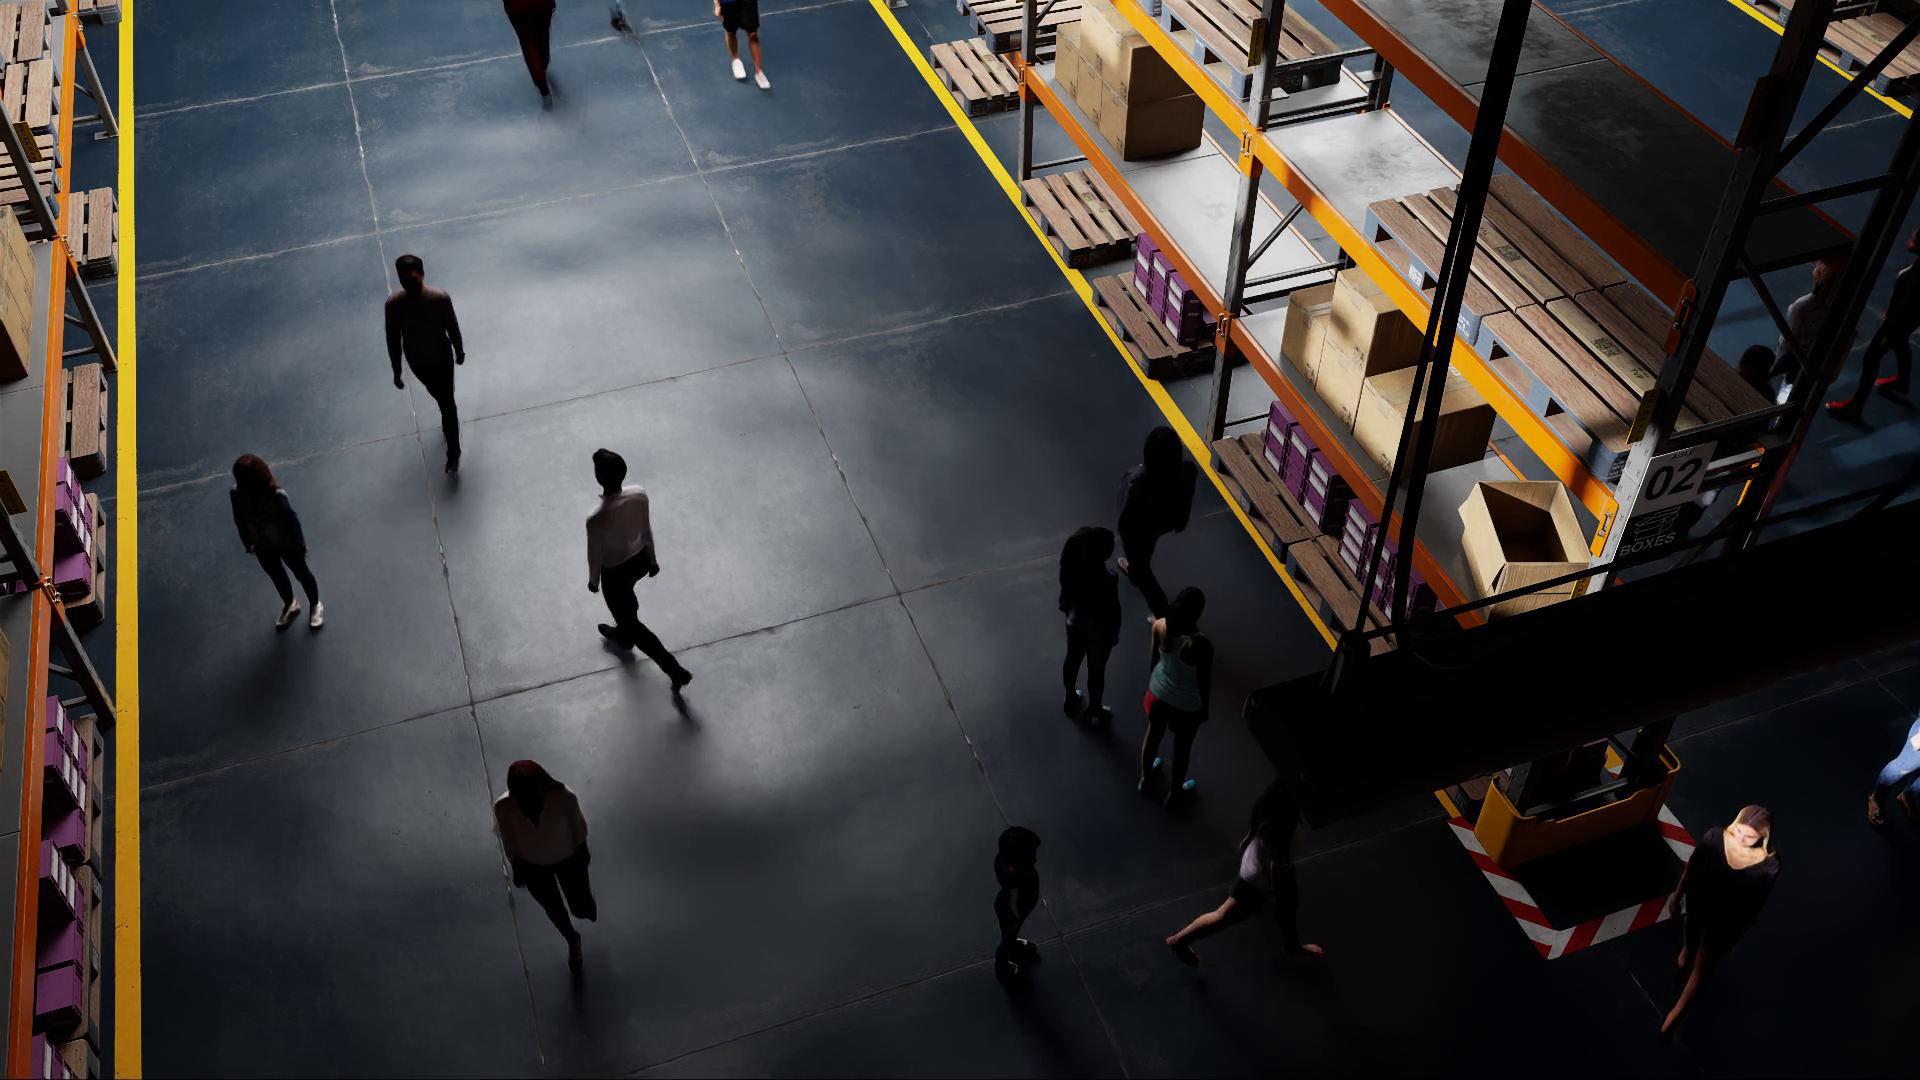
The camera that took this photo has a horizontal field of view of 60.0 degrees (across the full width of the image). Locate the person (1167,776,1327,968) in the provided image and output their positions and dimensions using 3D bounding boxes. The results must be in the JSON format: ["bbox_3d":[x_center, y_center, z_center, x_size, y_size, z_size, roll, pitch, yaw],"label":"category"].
[{"bbox_3d":[1.581,1.819,9.109,1.055,1.660,1.183,6,44,7],"label":"person"}]

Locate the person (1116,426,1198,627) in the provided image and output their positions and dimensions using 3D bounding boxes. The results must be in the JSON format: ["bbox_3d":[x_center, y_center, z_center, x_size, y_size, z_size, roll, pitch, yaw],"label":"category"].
[{"bbox_3d":[1.304,-0.086,11.166,0.811,1.580,1.079,-25,49,-24],"label":"person"}]

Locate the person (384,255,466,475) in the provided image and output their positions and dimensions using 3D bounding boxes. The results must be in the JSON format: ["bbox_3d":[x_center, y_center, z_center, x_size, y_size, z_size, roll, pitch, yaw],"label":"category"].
[{"bbox_3d":[-3.959,-1.414,12.457,0.829,1.723,1.185,-7,44,-8],"label":"person"}]

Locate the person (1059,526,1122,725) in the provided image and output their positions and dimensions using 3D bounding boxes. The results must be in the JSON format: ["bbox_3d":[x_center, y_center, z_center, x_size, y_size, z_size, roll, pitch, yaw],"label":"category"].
[{"bbox_3d":[0.817,0.533,10.482,0.635,1.628,0.748,32,52,29],"label":"person"}]

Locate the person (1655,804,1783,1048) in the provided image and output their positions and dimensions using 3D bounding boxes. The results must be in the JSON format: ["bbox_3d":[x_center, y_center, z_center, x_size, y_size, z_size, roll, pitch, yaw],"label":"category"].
[{"bbox_3d":[4.123,1.925,9.011,1.009,1.642,0.943,29,51,27],"label":"person"}]

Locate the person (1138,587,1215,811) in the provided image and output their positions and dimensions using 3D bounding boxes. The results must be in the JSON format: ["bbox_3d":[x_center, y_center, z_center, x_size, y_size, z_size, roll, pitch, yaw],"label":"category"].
[{"bbox_3d":[1.296,0.937,9.960,0.645,1.765,0.732,28,50,26],"label":"person"}]

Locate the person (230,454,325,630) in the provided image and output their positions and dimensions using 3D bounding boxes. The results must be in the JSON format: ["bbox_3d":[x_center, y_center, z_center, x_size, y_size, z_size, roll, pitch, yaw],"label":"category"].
[{"bbox_3d":[-4.583,0.002,11.149,0.634,1.476,0.612,1,44,1],"label":"person"}]

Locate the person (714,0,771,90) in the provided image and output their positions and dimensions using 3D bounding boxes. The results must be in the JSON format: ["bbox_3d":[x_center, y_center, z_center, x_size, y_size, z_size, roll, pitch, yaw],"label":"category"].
[{"bbox_3d":[-2.279,-5.497,16.657,0.660,1.841,0.966,-12,45,-13],"label":"person"}]

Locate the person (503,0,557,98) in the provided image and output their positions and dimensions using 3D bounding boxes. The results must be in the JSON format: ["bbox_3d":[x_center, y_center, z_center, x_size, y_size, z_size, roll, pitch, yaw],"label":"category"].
[{"bbox_3d":[-4.232,-5.229,16.462,0.725,1.724,1.106,-19,47,-19],"label":"person"}]

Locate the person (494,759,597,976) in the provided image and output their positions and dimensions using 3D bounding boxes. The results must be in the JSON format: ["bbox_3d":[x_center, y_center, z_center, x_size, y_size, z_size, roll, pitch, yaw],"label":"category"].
[{"bbox_3d":[-2.249,1.712,9.157,0.676,1.749,0.750,-6,44,-6],"label":"person"}]

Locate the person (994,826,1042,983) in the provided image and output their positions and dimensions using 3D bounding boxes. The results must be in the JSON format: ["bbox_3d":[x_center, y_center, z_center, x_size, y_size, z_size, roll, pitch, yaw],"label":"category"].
[{"bbox_3d":[0.303,2.001,9.236,0.642,1.222,0.561,12,45,13],"label":"person"}]

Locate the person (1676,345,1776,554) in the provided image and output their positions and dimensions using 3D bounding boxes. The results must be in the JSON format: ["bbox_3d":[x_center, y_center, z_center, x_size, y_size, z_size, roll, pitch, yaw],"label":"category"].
[{"bbox_3d":[5.351,-0.709,11.691,0.814,1.759,0.899,27,50,26],"label":"person"}]

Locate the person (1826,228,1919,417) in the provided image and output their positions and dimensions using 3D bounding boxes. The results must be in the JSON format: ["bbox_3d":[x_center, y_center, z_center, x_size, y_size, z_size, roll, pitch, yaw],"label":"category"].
[{"bbox_3d":[7.233,-1.680,12.793,0.939,1.644,0.934,28,50,26],"label":"person"}]

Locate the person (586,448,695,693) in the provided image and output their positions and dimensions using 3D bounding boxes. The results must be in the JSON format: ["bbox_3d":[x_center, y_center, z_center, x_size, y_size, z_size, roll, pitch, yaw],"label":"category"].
[{"bbox_3d":[-2.093,0.228,10.644,1.271,1.846,1.075,26,50,25],"label":"person"}]
